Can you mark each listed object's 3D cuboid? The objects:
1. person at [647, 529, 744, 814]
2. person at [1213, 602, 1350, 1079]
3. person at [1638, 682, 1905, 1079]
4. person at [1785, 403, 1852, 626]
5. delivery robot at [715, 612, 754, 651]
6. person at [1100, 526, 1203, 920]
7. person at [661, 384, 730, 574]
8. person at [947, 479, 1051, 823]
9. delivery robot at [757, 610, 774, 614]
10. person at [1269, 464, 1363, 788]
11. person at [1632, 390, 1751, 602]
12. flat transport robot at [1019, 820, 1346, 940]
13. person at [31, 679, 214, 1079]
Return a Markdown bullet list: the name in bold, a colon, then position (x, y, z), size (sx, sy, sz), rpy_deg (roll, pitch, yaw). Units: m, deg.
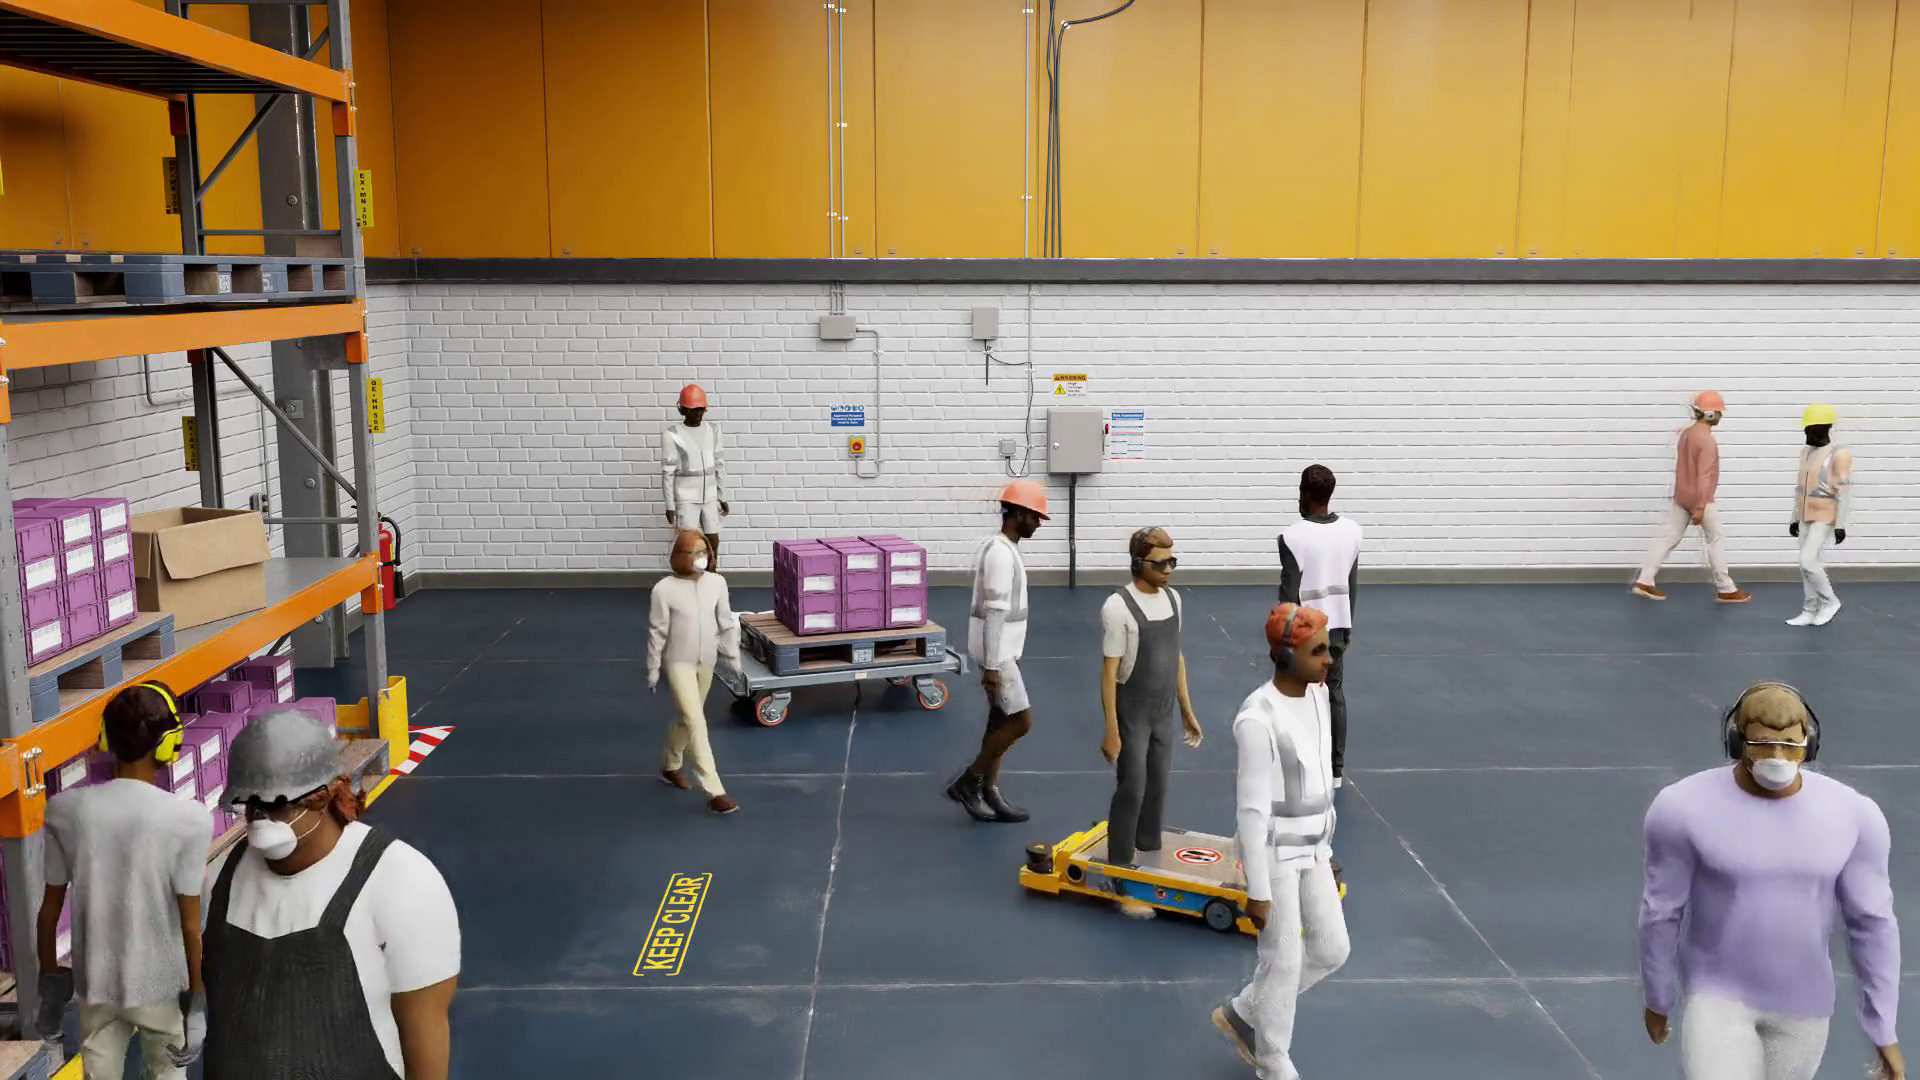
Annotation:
- **person**: position (-1.506, 0.717, 9.429), size (0.890, 1.582, 0.514), rpy_deg (9, 13, 44)
- **person**: position (1.162, 1.138, 5.960), size (0.443, 1.871, 0.615), rpy_deg (7, 12, 37)
- **person**: position (2.265, 1.337, 4.674), size (0.651, 1.884, 1.008), rpy_deg (2, 9, 10)
- **person**: position (7.198, -0.195, 14.008), size (0.420, 1.908, 0.620), rpy_deg (-1, 9, -5)
- **delivery robot**: position (-1.856, 0.689, 12.457), size (0.707, 0.478, 0.477), rpy_deg (-5, 10, -28)
- **person**: position (0.887, 0.843, 7.874), size (0.365, 1.844, 0.531), rpy_deg (9, 13, 44)
- **person**: position (-2.338, -0.375, 14.760), size (0.629, 2.028, 0.403), rpy_deg (-8, 12, -40)
- **person**: position (0.259, 0.621, 9.065), size (0.469, 1.895, 0.633), rpy_deg (1, 9, 5)
- **delivery robot**: position (-1.203, 0.634, 12.795), size (0.707, 0.478, 0.477), rpy_deg (-8, 12, -41)
- **person**: position (2.055, 0.519, 9.615), size (0.593, 1.920, 0.391), rpy_deg (-6, 11, -33)
- **person**: position (6.682, -0.393, 15.125), size (1.018, 1.952, 0.606), rpy_deg (-1, 9, -4)
- **flat transport robot**: position (1.068, 1.601, 8.018), size (1.431, 0.197, 0.652), rpy_deg (5, 11, 30)
- **person**: position (-2.460, 1.345, 4.824), size (0.556, 1.833, 0.788), rpy_deg (0, 9, 0)
